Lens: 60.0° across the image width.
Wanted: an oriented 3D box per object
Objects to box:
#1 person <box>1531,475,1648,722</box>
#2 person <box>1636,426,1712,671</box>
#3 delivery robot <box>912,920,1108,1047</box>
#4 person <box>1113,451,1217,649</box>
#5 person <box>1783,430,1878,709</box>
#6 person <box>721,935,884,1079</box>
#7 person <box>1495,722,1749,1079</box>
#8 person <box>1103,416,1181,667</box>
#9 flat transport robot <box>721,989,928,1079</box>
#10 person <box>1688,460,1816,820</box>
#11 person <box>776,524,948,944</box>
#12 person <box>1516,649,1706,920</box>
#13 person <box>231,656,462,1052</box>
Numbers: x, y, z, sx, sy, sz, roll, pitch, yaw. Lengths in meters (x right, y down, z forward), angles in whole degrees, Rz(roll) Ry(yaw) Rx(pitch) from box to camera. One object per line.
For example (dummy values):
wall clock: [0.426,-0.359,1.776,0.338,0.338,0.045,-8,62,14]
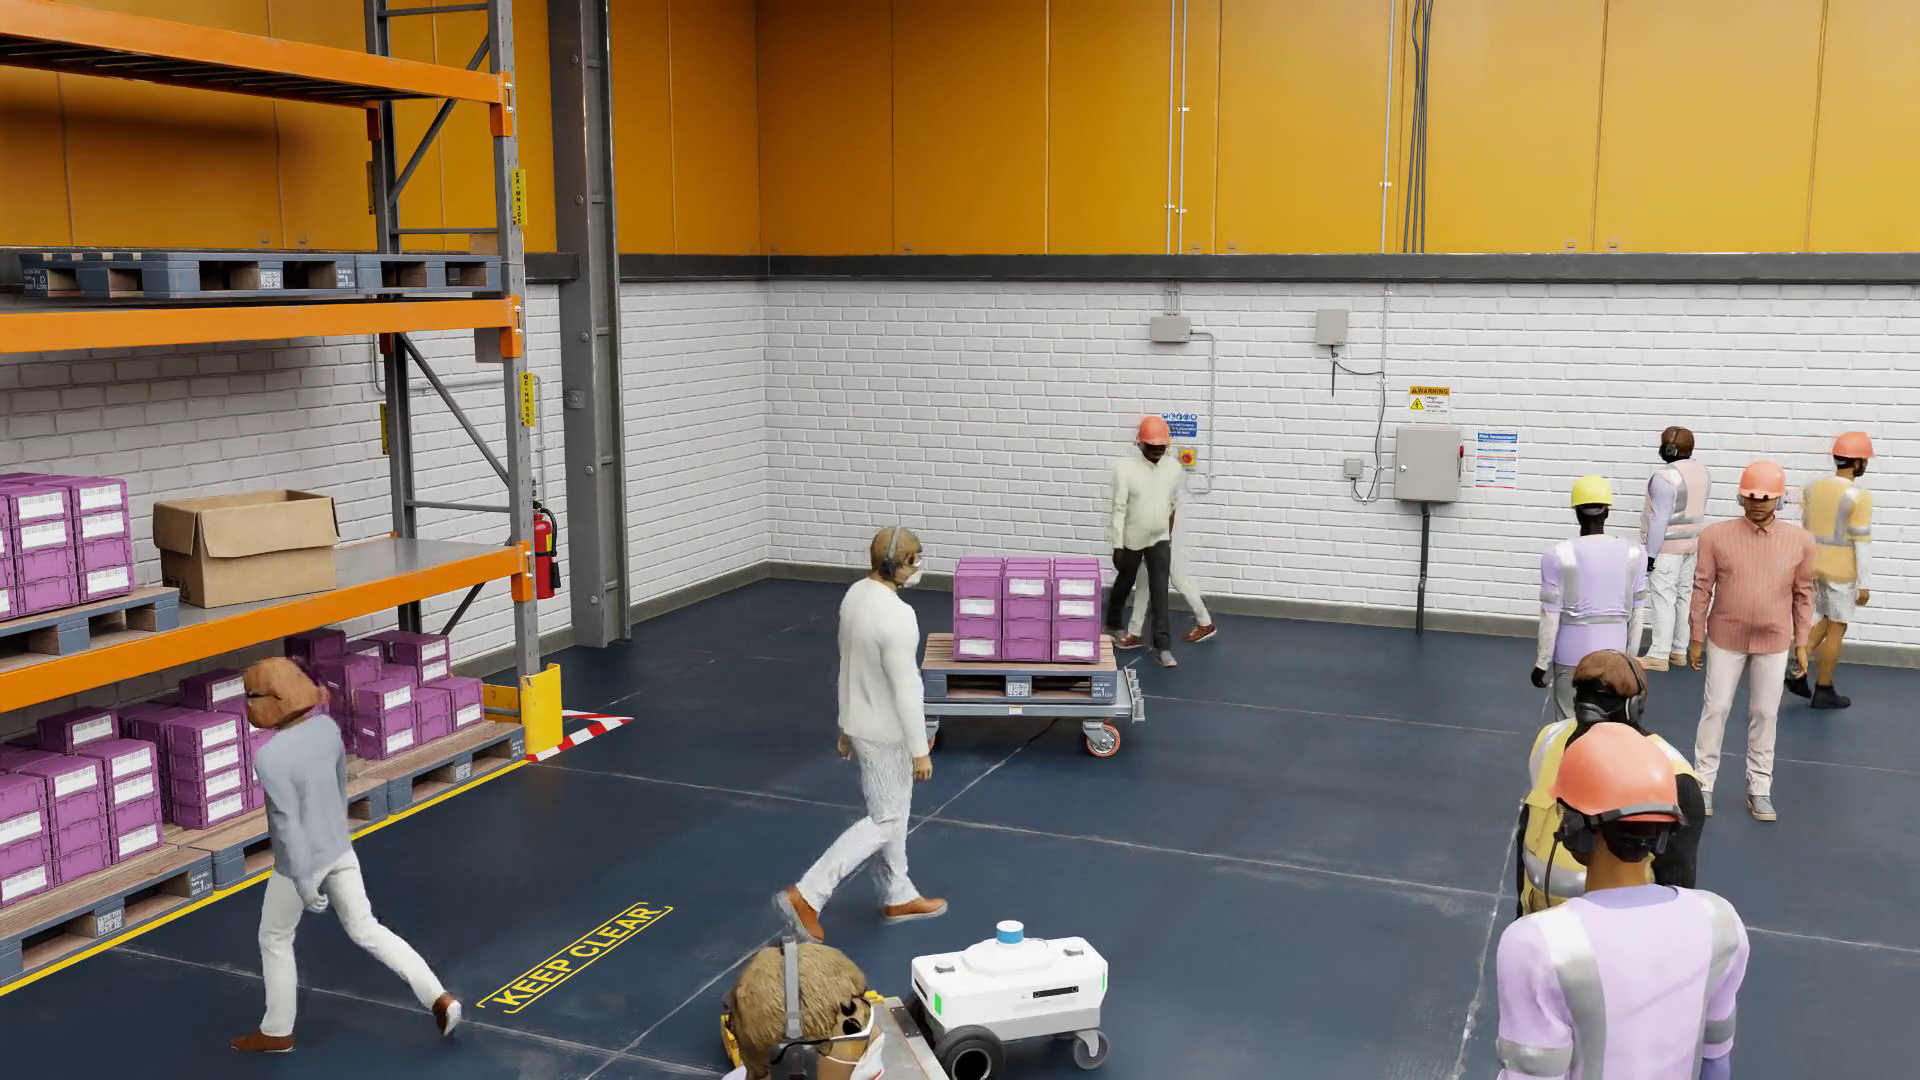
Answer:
person: [3.366,0.612,8.948,0.584,1.919,0.381,-1,9,-5]
person: [5.333,0.062,12.509,0.626,1.846,0.429,-7,12,-37]
delivery robot: [0.190,1.684,6.287,0.707,0.478,0.477,-3,10,-17]
person: [1.655,-0.045,13.251,0.910,1.827,0.505,-4,10,-24]
person: [5.976,0.211,11.339,0.421,1.924,0.570,-3,10,-15]
person: [-0.290,1.607,2.853,0.378,1.940,0.628,-2,10,-15]
person: [1.415,1.410,3.730,0.615,2.041,0.388,-3,10,-19]
person: [1.389,-0.032,12.908,0.624,1.913,1.103,-3,10,-19]
flat transport robot: [-0.416,1.935,5.906,0.652,0.197,1.431,-3,10,-17]
person: [4.320,0.549,9.100,0.619,1.990,0.395,3,10,16]
person: [-0.435,0.871,7.425,0.792,1.910,0.643,-3,10,-20]
person: [2.007,1.249,5.309,0.429,1.846,0.628,-5,11,-29]
person: [-2.378,1.215,6.307,0.858,1.590,0.513,2,10,15]
